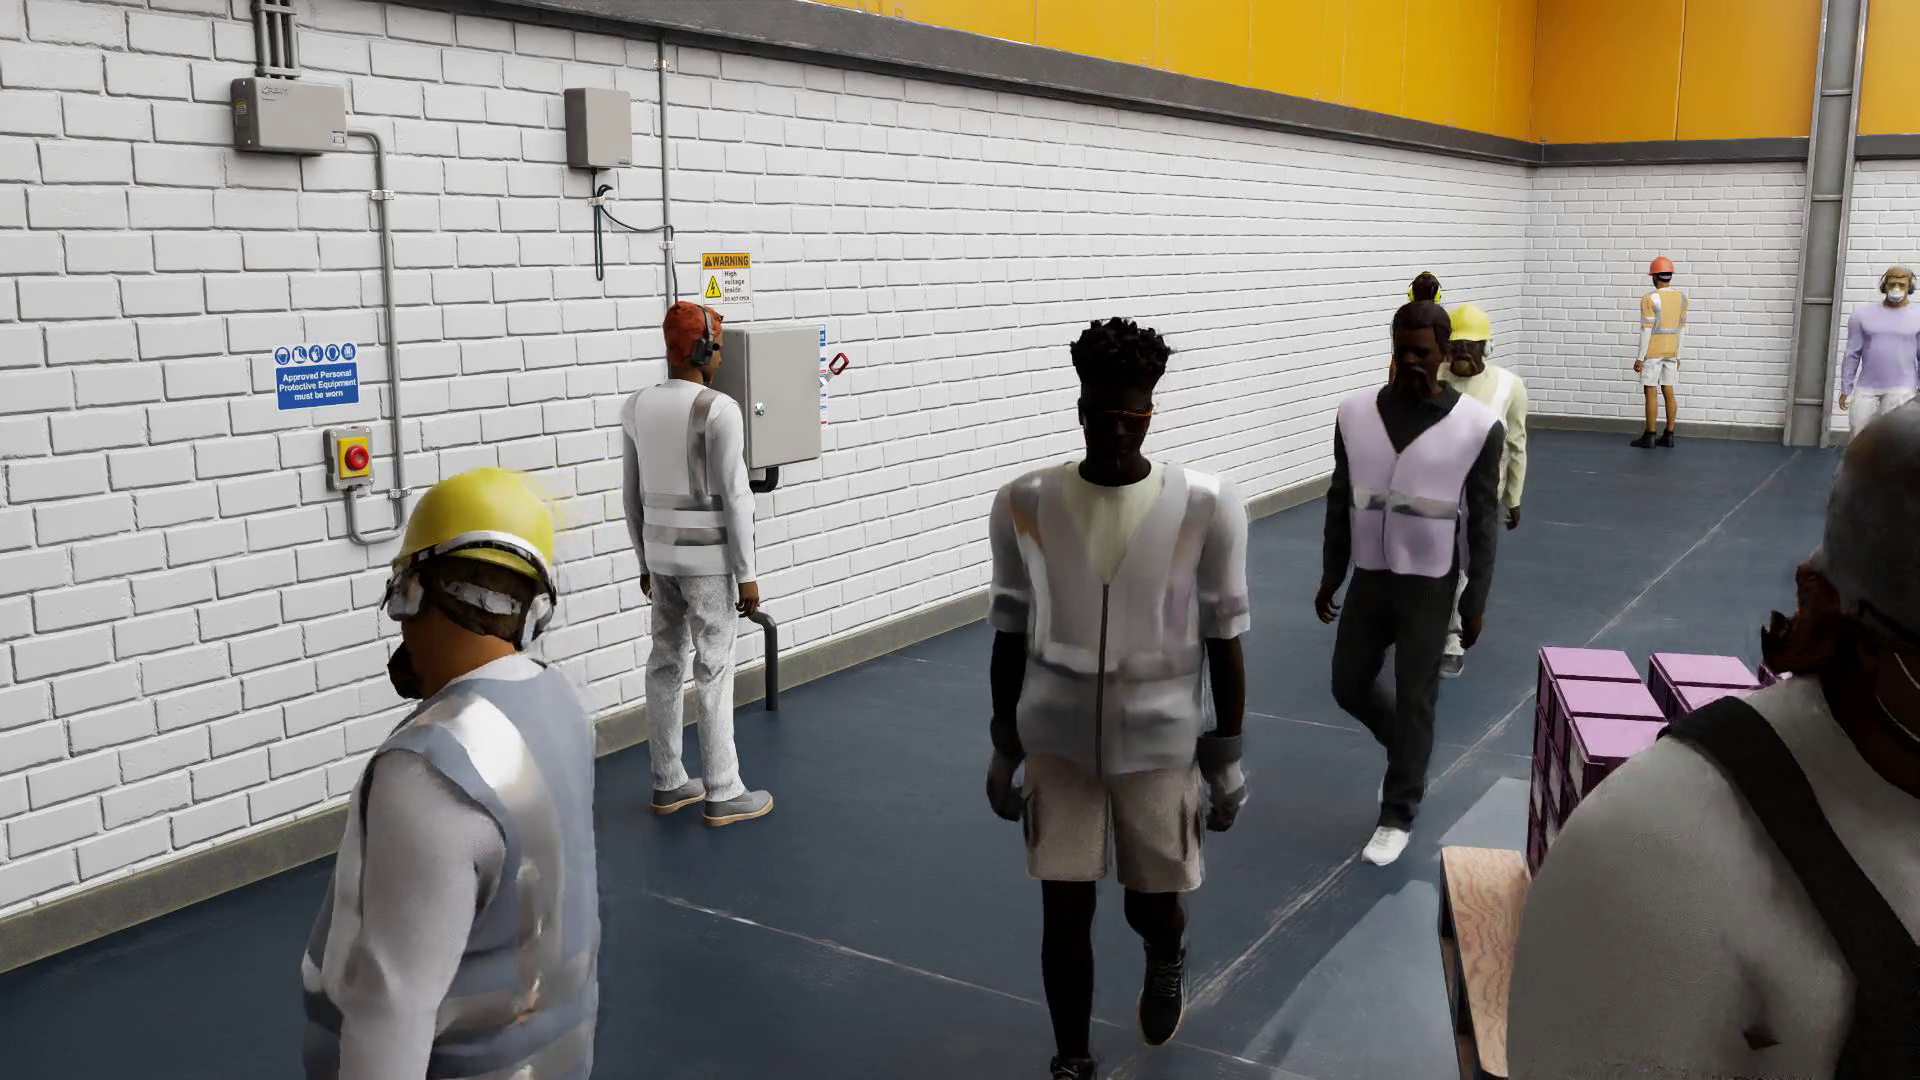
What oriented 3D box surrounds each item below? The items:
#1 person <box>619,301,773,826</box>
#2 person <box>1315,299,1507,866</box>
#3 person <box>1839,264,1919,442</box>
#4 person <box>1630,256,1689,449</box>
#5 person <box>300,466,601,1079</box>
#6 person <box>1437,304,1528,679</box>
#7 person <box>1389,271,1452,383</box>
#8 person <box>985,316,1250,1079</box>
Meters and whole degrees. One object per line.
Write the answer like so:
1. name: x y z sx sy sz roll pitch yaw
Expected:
1. person: -0.957 0.089 6.005 0.573 1.887 0.355 7 12 34
2. person: 1.540 0.132 5.709 0.619 1.905 0.561 8 13 38
3. person: 7.146 -1.159 12.810 0.637 1.921 0.754 9 14 41
4. person: 7.064 -1.893 16.850 0.550 1.933 0.374 -3 11 -19
5. person: -0.753 0.796 2.403 0.635 1.779 0.623 -1 10 -6
6. person: 2.489 -0.275 8.266 0.610 1.807 0.845 5 12 28
7. person: 3.409 -1.047 12.337 0.520 1.873 0.328 1 10 8
8. person: 0.367 0.441 3.905 0.625 1.939 0.678 3 11 14
